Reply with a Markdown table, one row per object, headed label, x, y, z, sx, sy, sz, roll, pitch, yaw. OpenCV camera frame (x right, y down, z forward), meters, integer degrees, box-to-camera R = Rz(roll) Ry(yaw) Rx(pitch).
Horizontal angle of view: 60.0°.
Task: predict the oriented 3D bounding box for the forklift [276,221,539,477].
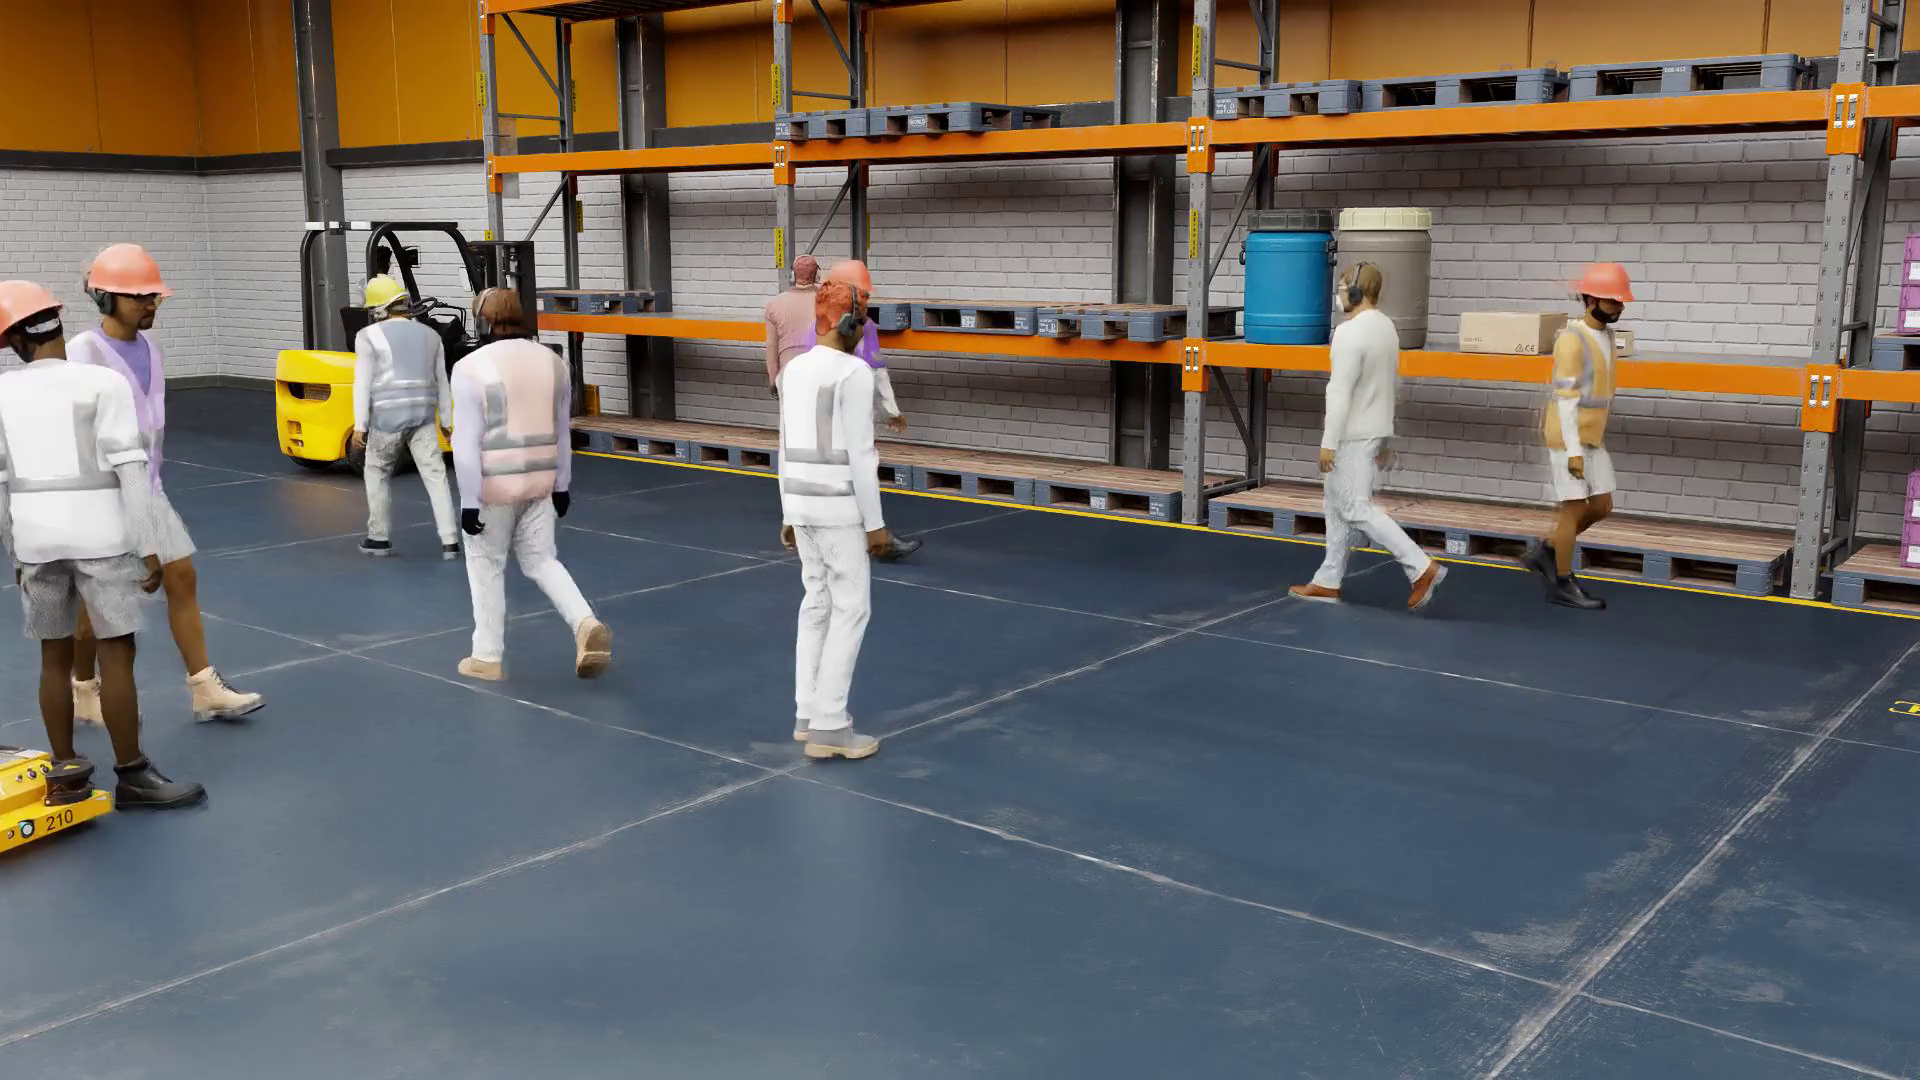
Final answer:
| label | x | y | z | sx | sy | sz | roll | pitch | yaw |
| --- | --- | --- | --- | --- | --- | --- | --- | --- | --- |
| forklift | -4.922 | -1.741 | 14.854 | 1.214 | 2.155 | 2.313 | 8 | 13 | 38 |

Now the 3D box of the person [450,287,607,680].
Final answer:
| label | x | y | z | sx | sy | sz | roll | pitch | yaw |
| --- | --- | --- | --- | --- | --- | --- | --- | --- | --- |
| person | -1.988 | -0.229 | 7.531 | 0.765 | 1.822 | 0.635 | 8 | 13 | 36 |

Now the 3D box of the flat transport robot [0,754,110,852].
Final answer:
| label | x | y | z | sx | sy | sz | roll | pitch | yaw |
| --- | --- | --- | --- | --- | --- | --- | --- | --- | --- |
| flat transport robot | -3.739 | 0.865 | 5.739 | 1.431 | 0.197 | 0.652 | 4 | 11 | 21 |

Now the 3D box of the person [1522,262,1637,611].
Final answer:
| label | x | y | z | sx | sy | sz | roll | pitch | yaw |
| --- | --- | --- | --- | --- | --- | --- | --- | --- | --- |
| person | 3.386 | -0.554 | 9.074 | 0.554 | 1.908 | 0.538 | -9 | 14 | -41 |

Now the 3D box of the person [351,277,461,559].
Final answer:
| label | x | y | z | sx | sy | sz | roll | pitch | yaw |
| --- | --- | --- | --- | --- | --- | --- | --- | --- | --- |
| person | -3.565 | -0.767 | 10.578 | 0.793 | 1.780 | 0.681 | 10 | 14 | 43 |

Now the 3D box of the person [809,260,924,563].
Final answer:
| label | x | y | z | sx | sy | sz | roll | pitch | yaw |
| --- | --- | --- | --- | --- | --- | --- | --- | --- | --- |
| person | -0.617 | -0.799 | 10.466 | 0.977 | 1.886 | 0.547 | 5 | 12 | 28 |

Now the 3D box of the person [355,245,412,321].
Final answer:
| label | x | y | z | sx | sy | sz | roll | pitch | yaw |
| --- | --- | --- | --- | --- | --- | --- | --- | --- | --- |
| person | -6.423 | -2.308 | 18.626 | 0.604 | 1.966 | 0.367 | -1 | 10 | -3 |

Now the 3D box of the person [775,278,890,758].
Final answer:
| label | x | y | z | sx | sy | sz | roll | pitch | yaw |
| --- | --- | --- | --- | --- | --- | --- | --- | --- | --- |
| person | -0.549 | -0.086 | 6.570 | 0.484 | 1.873 | 0.673 | -8 | 13 | -37 |

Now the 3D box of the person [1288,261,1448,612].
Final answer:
| label | x | y | z | sx | sy | sz | roll | pitch | yaw |
| --- | --- | --- | --- | --- | --- | --- | --- | --- | --- |
| person | 2.245 | -0.548 | 9.031 | 0.867 | 1.917 | 0.630 | 6 | 12 | 31 |

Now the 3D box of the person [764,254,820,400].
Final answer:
| label | x | y | z | sx | sy | sz | roll | pitch | yaw |
| --- | --- | --- | --- | --- | --- | --- | --- | --- | --- |
| person | -1.187 | -1.271 | 13.032 | 0.648 | 1.913 | 0.409 | 1 | 10 | 6 |

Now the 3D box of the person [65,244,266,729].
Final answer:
| label | x | y | z | sx | sy | sz | roll | pitch | yaw |
| --- | --- | --- | --- | --- | --- | --- | --- | --- | --- |
| person | -3.321 | -0.188 | 6.775 | 0.940 | 1.996 | 0.620 | 2 | 10 | 11 |

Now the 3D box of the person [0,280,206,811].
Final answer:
| label | x | y | z | sx | sy | sz | roll | pitch | yaw |
| --- | --- | --- | --- | --- | --- | --- | --- | --- | --- |
| person | -3.071 | 0.031 | 5.919 | 0.731 | 1.893 | 0.397 | 0 | 10 | 0 |
